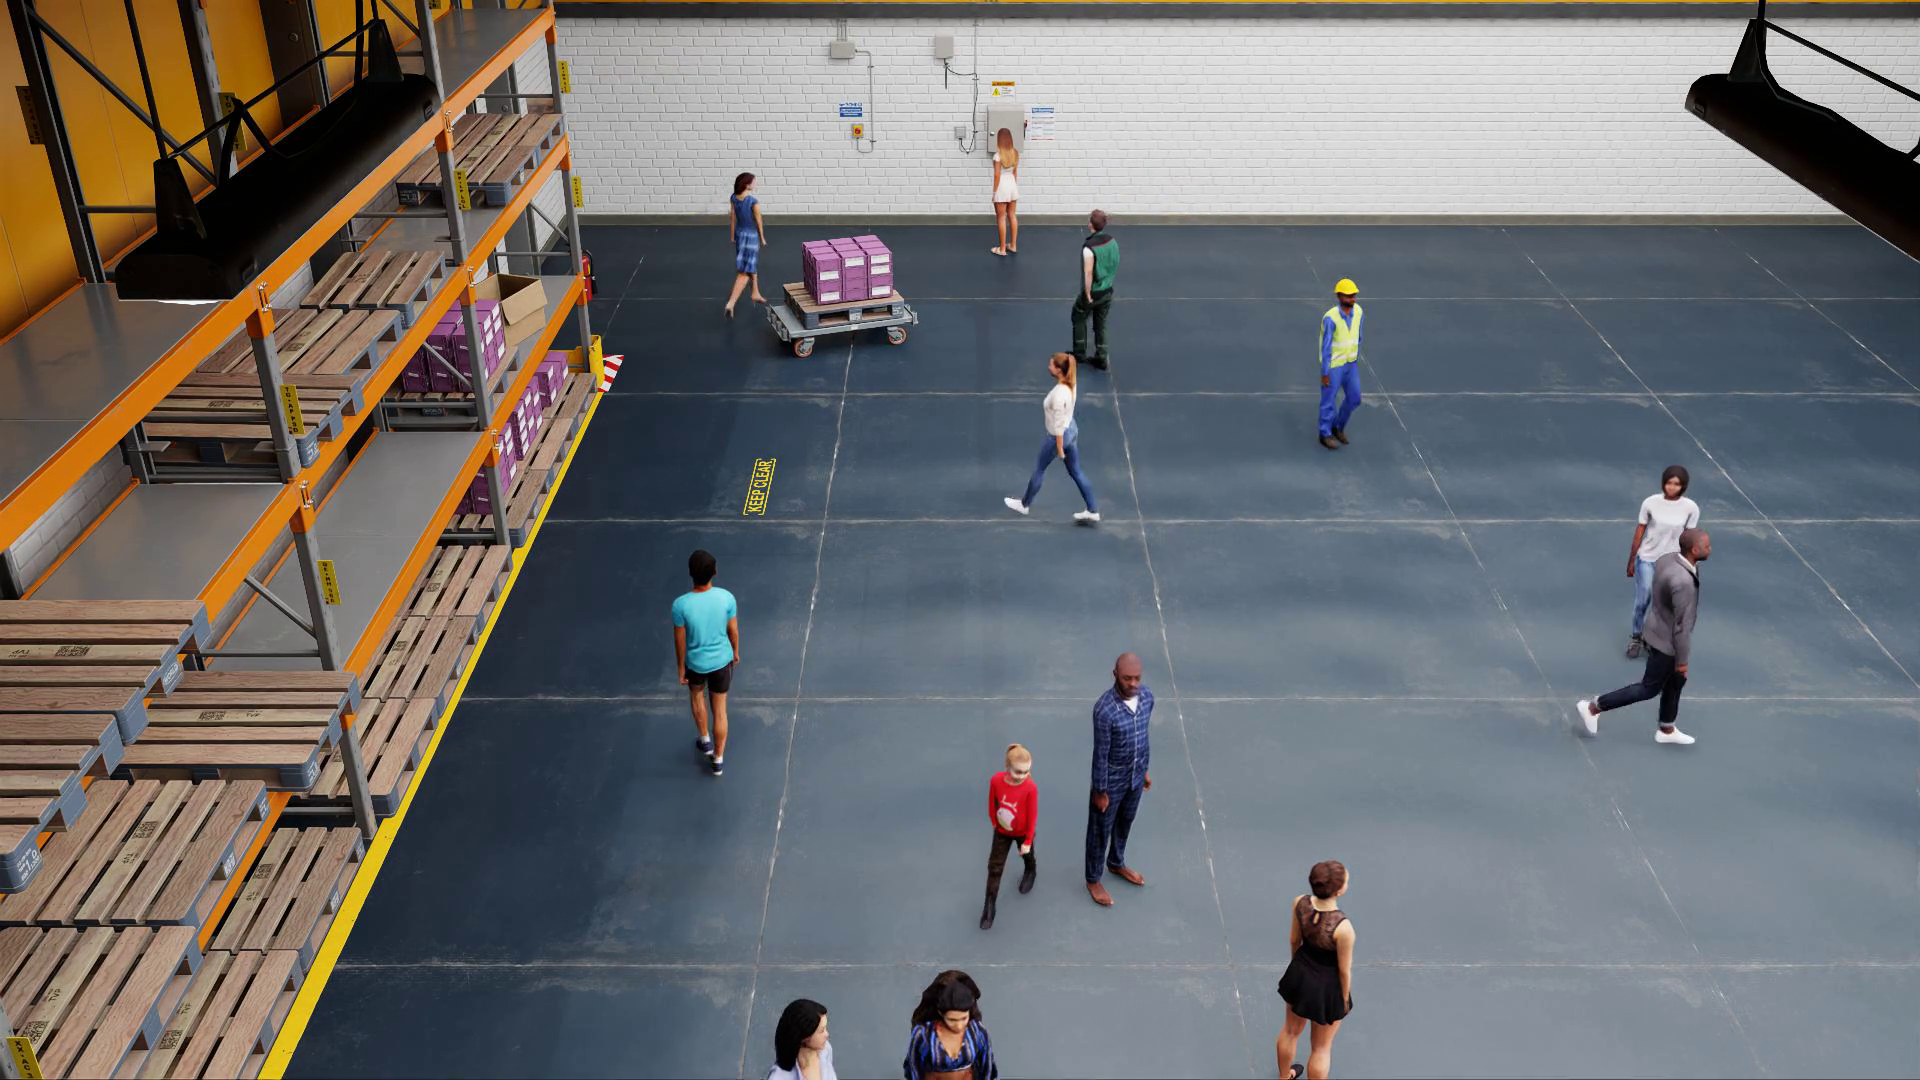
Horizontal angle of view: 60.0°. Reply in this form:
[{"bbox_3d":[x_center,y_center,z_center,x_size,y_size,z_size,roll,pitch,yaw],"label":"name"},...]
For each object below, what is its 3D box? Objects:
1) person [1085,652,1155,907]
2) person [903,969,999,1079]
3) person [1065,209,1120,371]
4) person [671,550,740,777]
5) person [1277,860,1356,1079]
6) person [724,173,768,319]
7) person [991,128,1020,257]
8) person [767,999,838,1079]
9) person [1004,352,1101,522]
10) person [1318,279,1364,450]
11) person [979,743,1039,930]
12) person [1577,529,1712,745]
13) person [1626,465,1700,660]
[{"bbox_3d":[1.019,1.502,10.785,0.765,1.818,0.810,-22,36,-34],"label":"person"},{"bbox_3d":[-0.076,2.819,8.634,0.797,1.566,1.137,-6,29,-11],"label":"person"},{"bbox_3d":[1.577,-2.781,18.632,0.867,1.824,0.938,-20,35,-32],"label":"person"},{"bbox_3d":[-1.781,0.928,11.902,0.712,1.758,0.766,-7,29,-13],"label":"person"},{"bbox_3d":[1.967,2.448,9.204,0.742,1.672,0.667,-20,34,-32],"label":"person"},{"bbox_3d":[-2.602,-3.498,20.008,1.108,1.765,1.193,22,35,34],"label":"person"},{"bbox_3d":[0.606,-4.659,22.207,0.675,1.696,0.723,-21,35,-33],"label":"person"},{"bbox_3d":[-0.863,2.962,8.235,1.165,1.697,1.209,-25,38,-38],"label":"person"},{"bbox_3d":[1.019,-0.902,15.347,1.021,1.670,1.168,13,31,23],"label":"person"},{"bbox_3d":[3.801,-1.809,16.870,0.796,1.804,0.800,-14,32,-24],"label":"person"},{"bbox_3d":[0.376,1.840,10.762,0.668,1.248,0.959,9,30,17],"label":"person"},{"bbox_3d":[5.082,0.734,12.226,1.011,1.787,1.147,10,30,17],"label":"person"},{"bbox_3d":[5.619,0.160,13.360,0.709,1.709,0.747,12,31,21],"label":"person"}]
